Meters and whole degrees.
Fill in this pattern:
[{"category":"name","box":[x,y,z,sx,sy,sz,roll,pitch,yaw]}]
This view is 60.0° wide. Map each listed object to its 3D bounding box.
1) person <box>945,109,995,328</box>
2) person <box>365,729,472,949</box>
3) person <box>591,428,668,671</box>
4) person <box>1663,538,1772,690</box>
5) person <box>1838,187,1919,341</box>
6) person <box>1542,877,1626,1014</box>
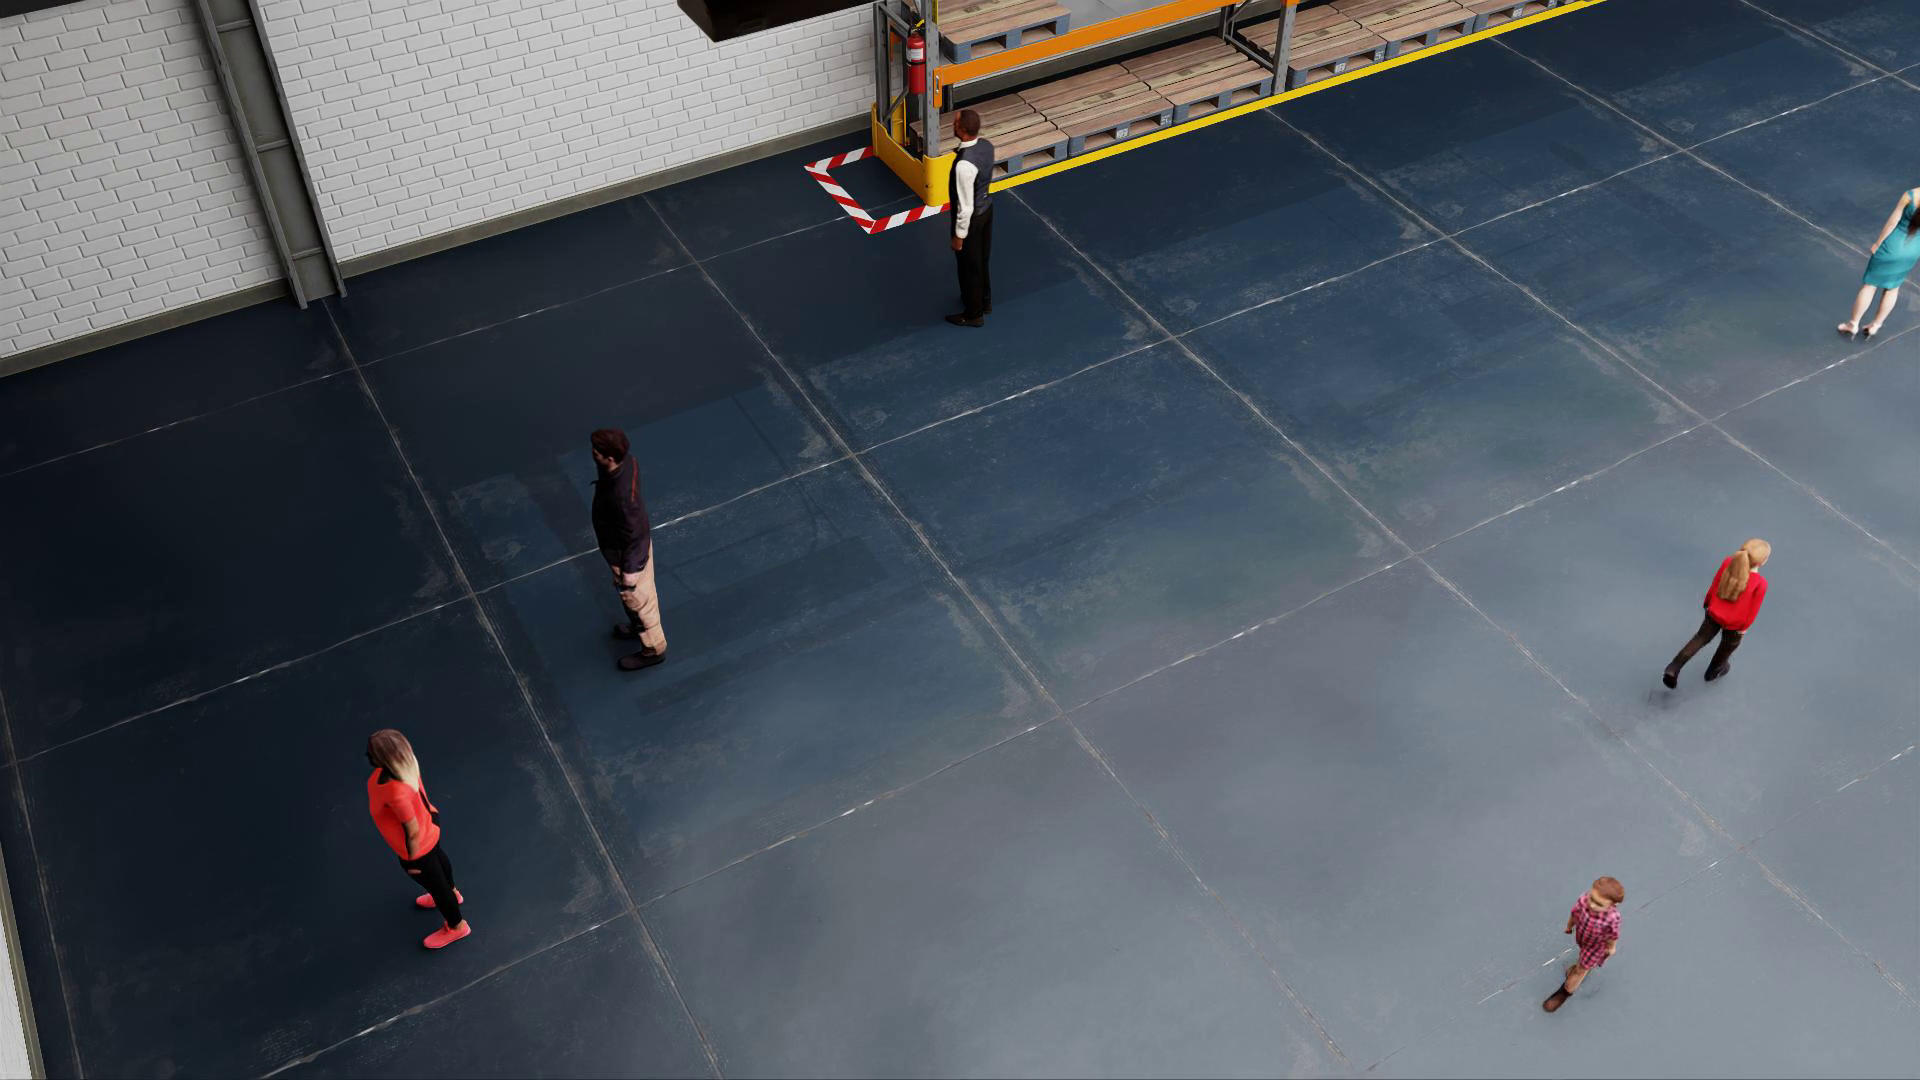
[{"category":"person","box":[0.094,-2.586,13.393,0.842,1.917,0.743,17,46,17]},{"category":"person","box":[-2.985,1.613,9.147,0.583,1.694,0.628,-14,45,-14]},{"category":"person","box":[-2.117,0.046,10.624,0.729,1.925,0.770,-8,44,-8]},{"category":"person","box":[4.870,0.494,10.630,0.819,1.268,0.508,-24,48,-23]},{"category":"person","box":[7.497,-2.315,13.274,0.561,1.689,0.674,0,44,0]},{"category":"person","box":[3.492,2.145,9.096,0.727,0.994,0.462,-26,49,-25]}]
